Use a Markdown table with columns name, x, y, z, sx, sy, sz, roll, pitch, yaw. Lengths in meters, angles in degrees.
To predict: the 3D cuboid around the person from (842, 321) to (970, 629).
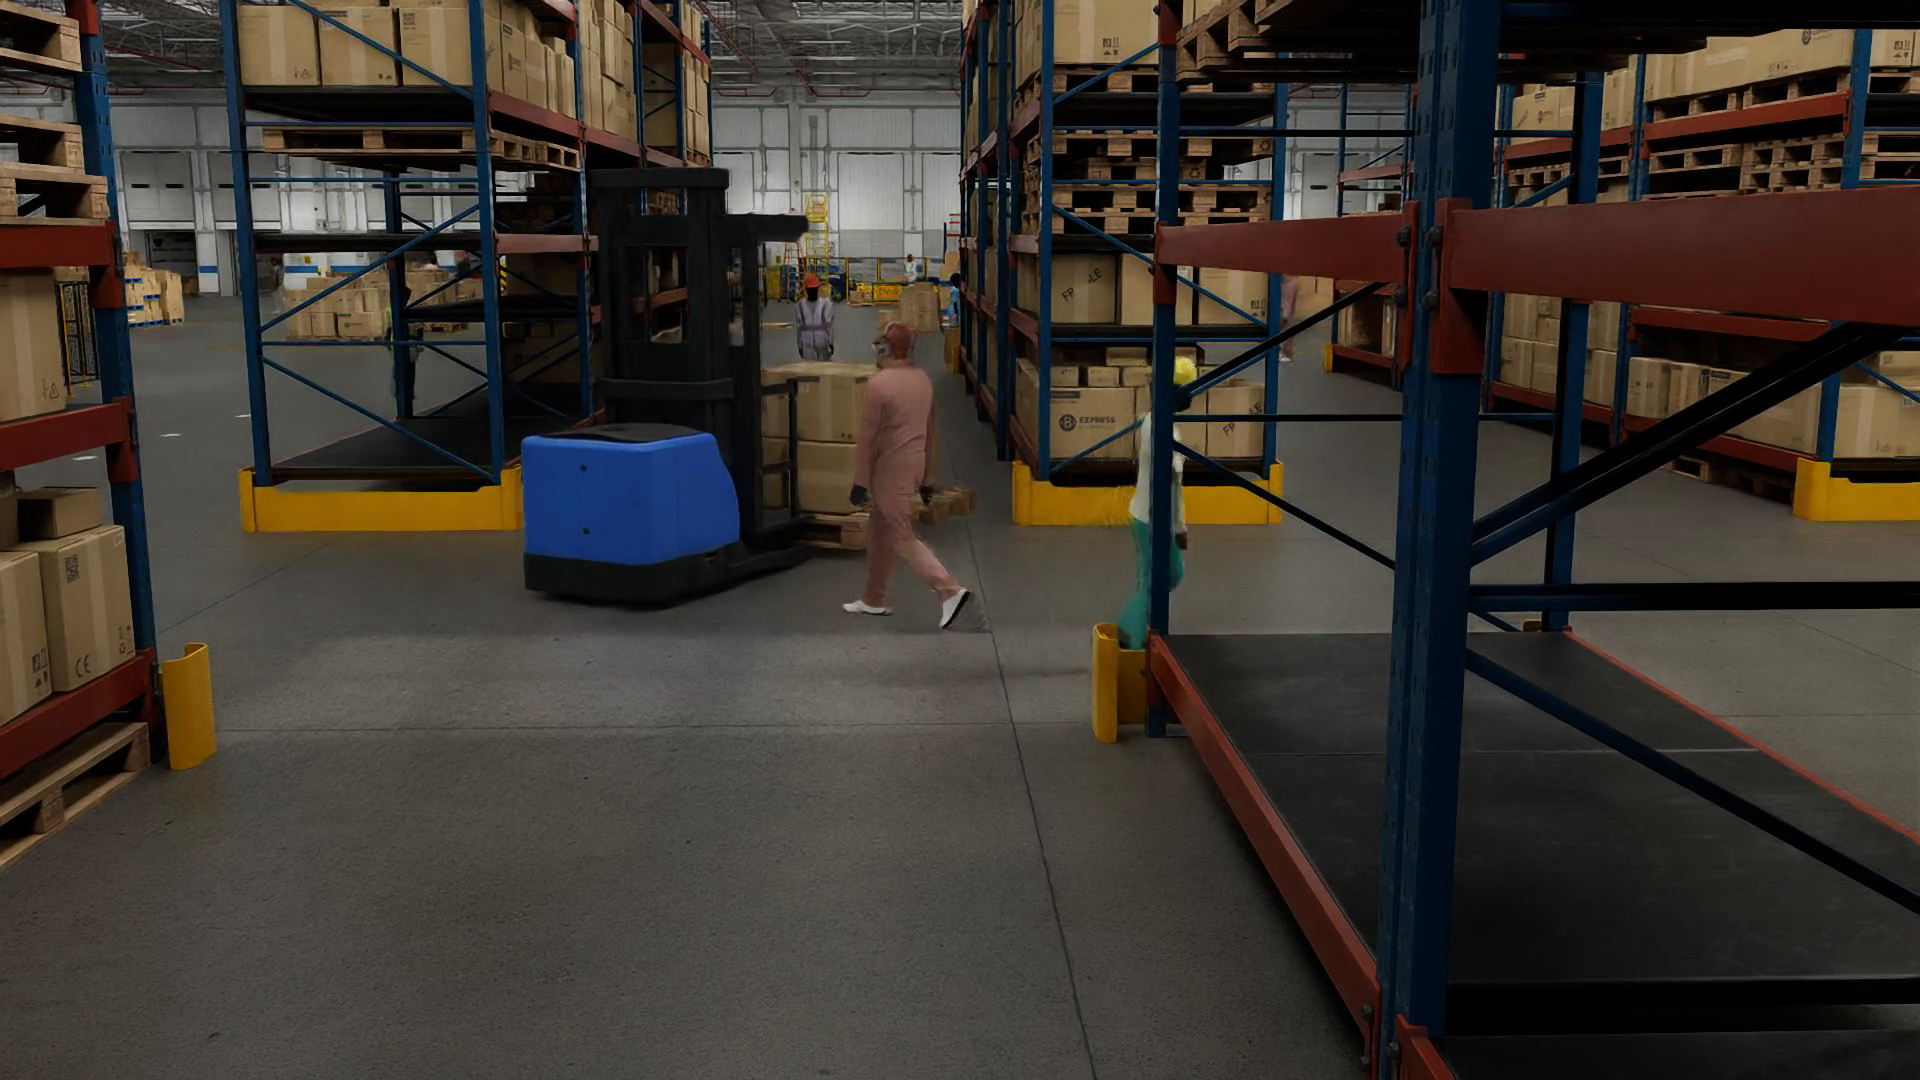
| name | x | y | z | sx | sy | sz | roll | pitch | yaw |
| --- | --- | --- | --- | --- | --- | --- | --- | --- | --- |
| person | -0.339 | -0.402 | 10.194 | 0.910 | 1.868 | 0.632 | 5 | 11 | 25 |

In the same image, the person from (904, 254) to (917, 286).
| name | x | y | z | sx | sy | sz | roll | pitch | yaw |
| --- | --- | --- | --- | --- | --- | --- | --- | --- | --- |
| person | -1.943 | -10.174 | 64.624 | 0.403 | 1.874 | 0.593 | -9 | 13 | -40 |

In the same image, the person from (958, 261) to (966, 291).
| name | x | y | z | sx | sy | sz | roll | pitch | yaw |
| --- | --- | --- | --- | --- | --- | --- | --- | --- | --- |
| person | 0.274 | -5.888 | 40.635 | 0.708 | 1.899 | 0.627 | 6 | 12 | 29 |

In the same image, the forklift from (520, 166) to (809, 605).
| name | x | y | z | sx | sy | sz | roll | pitch | yaw |
| --- | --- | --- | --- | --- | --- | --- | --- | --- | --- |
| forklift | -2.013 | -1.105 | 11.275 | 1.129 | 2.768 | 1.873 | 5 | 11 | 26 |

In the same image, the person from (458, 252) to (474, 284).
| name | x | y | z | sx | sy | sz | roll | pitch | yaw |
| --- | --- | --- | --- | --- | --- | --- | --- | --- | --- |
| person | -18.258 | -9.618 | 61.306 | 1.013 | 1.959 | 0.608 | 5 | 11 | 25 |

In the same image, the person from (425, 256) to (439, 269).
| name | x | y | z | sx | sy | sz | roll | pitch | yaw |
| --- | --- | --- | --- | --- | --- | --- | --- | --- | --- |
| person | -18.999 | -9.329 | 60.029 | 0.456 | 1.823 | 0.645 | 4 | 11 | 21 |

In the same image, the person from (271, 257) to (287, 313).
| name | x | y | z | sx | sy | sz | roll | pitch | yaw |
| --- | --- | --- | --- | --- | --- | --- | --- | --- | --- |
| person | -22.272 | -8.320 | 54.341 | 0.484 | 1.853 | 0.545 | -3 | 11 | -18 |

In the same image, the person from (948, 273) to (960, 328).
| name | x | y | z | sx | sy | sz | roll | pitch | yaw |
| --- | --- | --- | --- | --- | --- | --- | --- | --- | --- |
| person | -0.098 | -4.689 | 34.536 | 0.321 | 1.697 | 0.529 | 0 | 10 | -2 |

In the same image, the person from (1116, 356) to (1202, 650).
| name | x | y | z | sx | sy | sz | roll | pitch | yaw |
| --- | --- | --- | --- | --- | --- | --- | --- | --- | --- |
| person | 1.097 | -0.119 | 8.971 | 0.390 | 1.737 | 0.527 | 0 | 10 | 2 |

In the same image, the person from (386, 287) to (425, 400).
| name | x | y | z | sx | sy | sz | roll | pitch | yaw |
| --- | --- | --- | --- | --- | --- | --- | --- | --- | --- |
| person | -8.232 | -2.925 | 24.754 | 0.547 | 1.677 | 0.437 | 0 | 10 | -2 |

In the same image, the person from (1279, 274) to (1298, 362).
| name | x | y | z | sx | sy | sz | roll | pitch | yaw |
| --- | --- | --- | --- | --- | --- | --- | --- | --- | --- |
| person | 6.316 | -4.420 | 32.486 | 0.478 | 1.888 | 0.676 | -1 | 10 | -5 |

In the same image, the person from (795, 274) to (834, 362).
| name | x | y | z | sx | sy | sz | roll | pitch | yaw |
| --- | --- | --- | --- | --- | --- | --- | --- | --- | --- |
| person | -2.041 | -2.809 | 23.518 | 0.561 | 1.910 | 0.918 | 0 | 10 | 1 |

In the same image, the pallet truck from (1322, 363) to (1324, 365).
| name | x | y | z | sx | sy | sz | roll | pitch | yaw |
| --- | --- | --- | --- | --- | --- | --- | --- | --- | --- |
| pallet truck | 7.712 | -4.157 | 30.737 | 1.885 | 1.965 | 0.823 | 3 | 11 | 16 |

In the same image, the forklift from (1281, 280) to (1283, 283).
| name | x | y | z | sx | sy | sz | roll | pitch | yaw |
| --- | --- | --- | --- | --- | --- | --- | --- | --- | --- |
| forklift | 12.251 | -10.249 | 62.214 | 1.129 | 2.768 | 1.873 | 0 | 10 | -2 |
